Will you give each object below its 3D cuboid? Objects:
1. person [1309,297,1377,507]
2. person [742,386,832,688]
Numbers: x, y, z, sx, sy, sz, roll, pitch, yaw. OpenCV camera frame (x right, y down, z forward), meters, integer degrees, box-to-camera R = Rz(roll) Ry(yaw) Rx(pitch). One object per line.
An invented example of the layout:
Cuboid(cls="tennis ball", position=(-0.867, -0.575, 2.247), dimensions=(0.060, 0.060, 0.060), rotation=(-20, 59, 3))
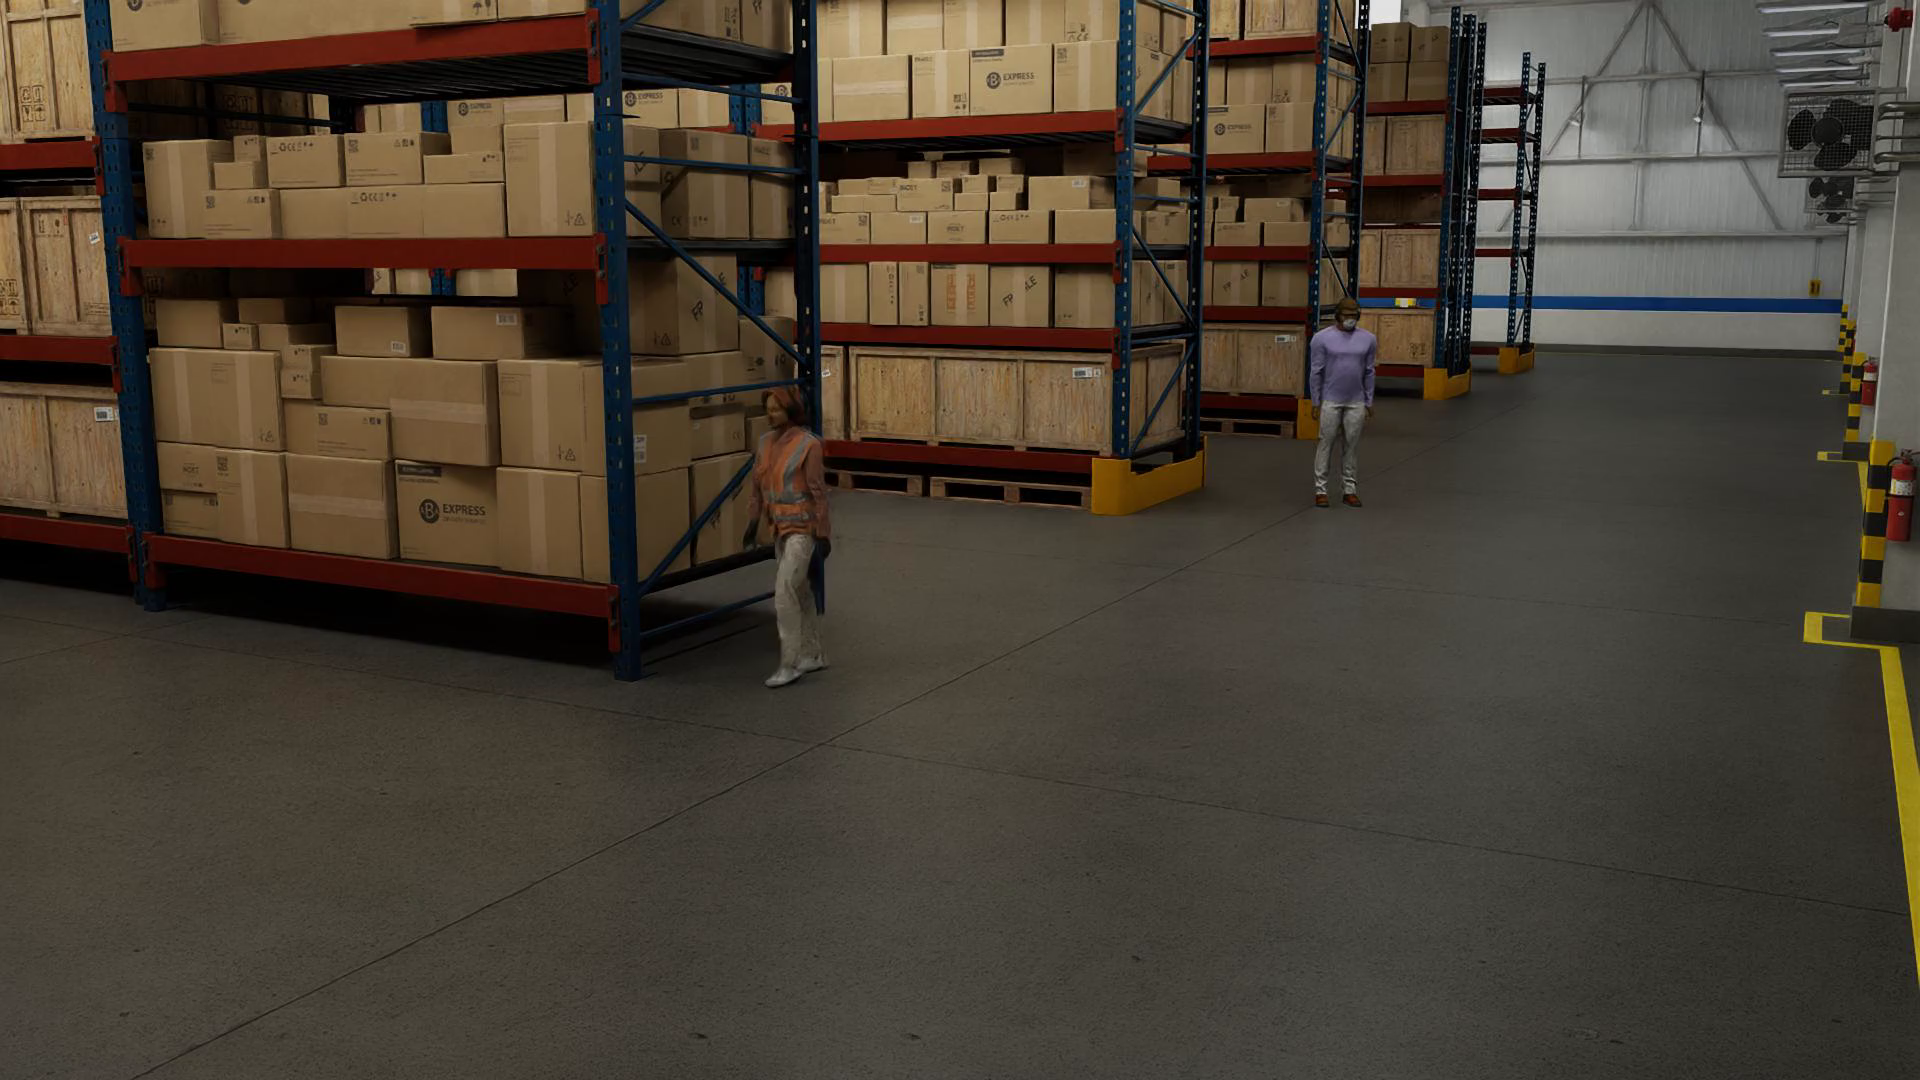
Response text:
Cuboid(cls="person", position=(3.518, -1.263, 15.294), dimensions=(0.629, 1.936, 0.373), rotation=(-1, 10, -6))
Cuboid(cls="person", position=(-0.972, -0.021, 9.009), dimensions=(0.636, 1.616, 0.511), rotation=(-8, 13, -38))
